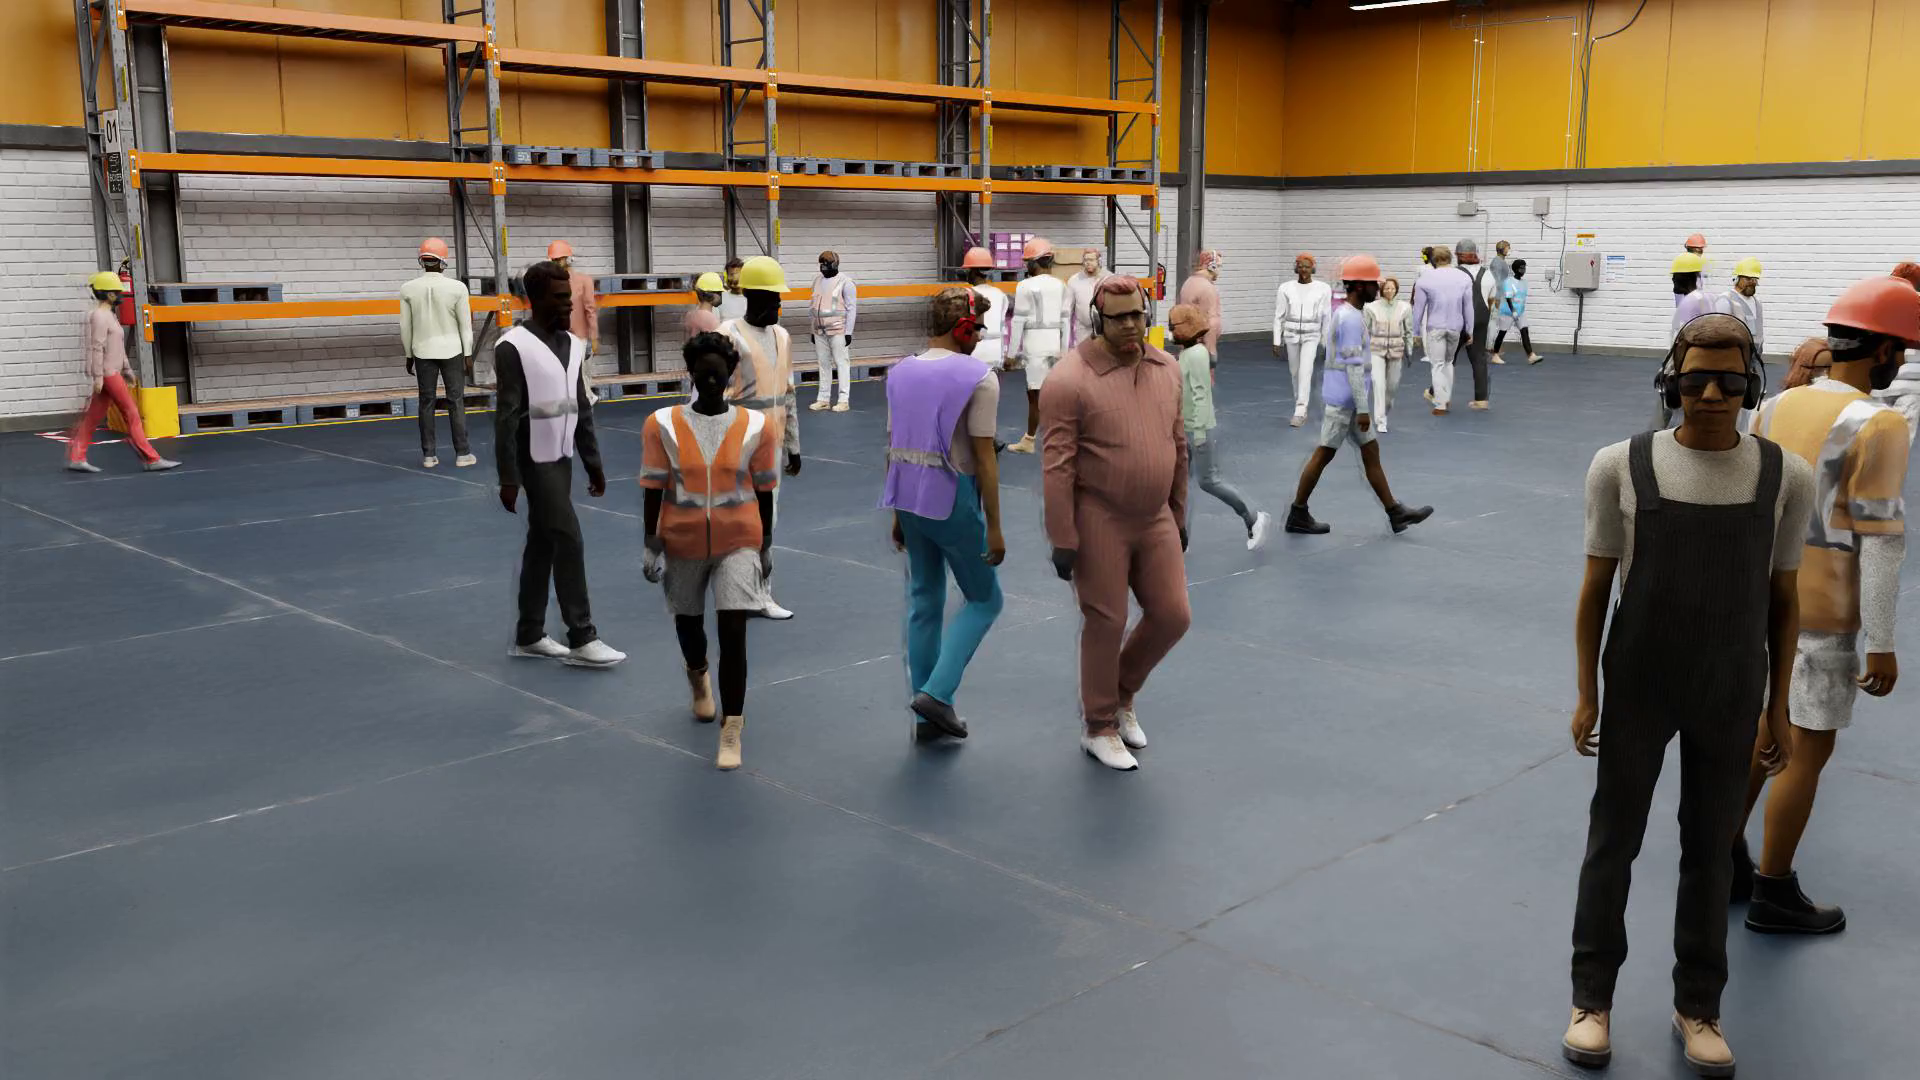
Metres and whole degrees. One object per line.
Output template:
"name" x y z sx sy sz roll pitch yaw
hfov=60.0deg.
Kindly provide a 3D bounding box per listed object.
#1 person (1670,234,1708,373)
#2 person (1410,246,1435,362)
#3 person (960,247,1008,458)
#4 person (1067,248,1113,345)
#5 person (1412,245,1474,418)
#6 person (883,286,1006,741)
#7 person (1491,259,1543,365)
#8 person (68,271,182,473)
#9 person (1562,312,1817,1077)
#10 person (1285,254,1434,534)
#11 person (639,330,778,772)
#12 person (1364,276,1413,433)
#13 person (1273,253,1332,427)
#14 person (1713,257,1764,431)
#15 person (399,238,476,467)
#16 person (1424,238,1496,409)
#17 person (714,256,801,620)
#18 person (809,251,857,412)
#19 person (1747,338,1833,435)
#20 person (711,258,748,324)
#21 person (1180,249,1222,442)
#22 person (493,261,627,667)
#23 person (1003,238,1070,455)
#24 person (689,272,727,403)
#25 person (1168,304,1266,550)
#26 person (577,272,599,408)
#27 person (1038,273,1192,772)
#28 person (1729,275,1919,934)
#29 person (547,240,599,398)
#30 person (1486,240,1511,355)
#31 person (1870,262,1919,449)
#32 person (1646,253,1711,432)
"person" 10.574 -3.399 24.069 0.611 2.042 0.394 -7 13 -35
"person" 7.510 -3.791 26.768 0.498 1.843 0.524 -2 11 -11
"person" 0.198 -1.537 14.249 0.548 1.921 0.554 -9 14 -40
"person" 1.496 -2.430 19.248 0.681 1.864 0.927 4 11 19
"person" 5.386 -2.338 18.641 0.657 1.906 0.694 -1 10 -3
"person" -0.062 -0.089 6.613 0.617 1.818 0.451 9 14 42
"person" 8.647 -3.529 25.846 0.526 1.637 0.913 -5 12 -27
"person" -7.213 -1.419 14.153 0.904 1.714 0.540 -3 11 -18
"person" 1.745 0.379 4.010 0.505 1.845 0.346 3 11 15
"person" 2.683 -0.954 11.150 1.006 1.884 0.568 3 11 14
"person" -0.984 0.000 6.575 0.531 1.673 0.813 -1 10 -5
"person" 4.433 -1.947 17.316 0.517 1.615 0.746 1 10 4
"person" 3.693 -2.168 17.941 0.585 1.836 1.006 4 11 21
"person" 6.954 -1.604 14.871 0.592 1.828 0.404 -7 13 -34
"person" -4.573 -1.635 14.581 0.612 1.994 0.394 -1 10 -3
"person" 5.944 -2.582 19.625 0.700 2.000 1.025 -2 11 -13
"person" -1.043 -0.513 8.682 0.415 1.912 0.621 6 12 30
"person" -1.488 -2.402 19.185 0.624 1.844 0.430 8 13 36
"person" 3.663 -0.079 7.197 0.518 1.580 0.850 1 10 3
"person" -2.047 -1.679 15.323 0.516 1.825 0.966 2 11 9
"person" 2.337 -1.865 16.134 0.434 1.886 0.671 -2 10 -8
"person" -1.817 -0.344 7.802 0.789 1.893 0.621 3 11 15
"person" 0.784 -1.713 15.008 0.973 2.008 0.607 9 14 41
"person" -2.114 -1.379 13.949 0.931 1.715 0.541 -4 11 -23
"person" 1.571 -0.697 10.556 0.741 1.595 0.542 -1 10 -3
"person" -4.136 -2.106 18.164 0.511 1.624 0.401 9 13 39
"person" 0.628 -0.065 6.320 0.689 1.880 0.433 -6 12 -31
"person" 2.517 0.198 4.836 0.469 1.913 0.581 -1 10 -8
"person" -4.032 -2.073 17.025 0.642 1.969 0.449 2 11 12
"person" 9.147 -4.119 28.282 0.375 1.939 0.628 3 11 18
"person" 6.780 -1.082 12.026 0.581 1.842 0.973 9 14 41
"person" 6.151 -1.484 14.095 0.988 1.879 0.600 5 11 23
